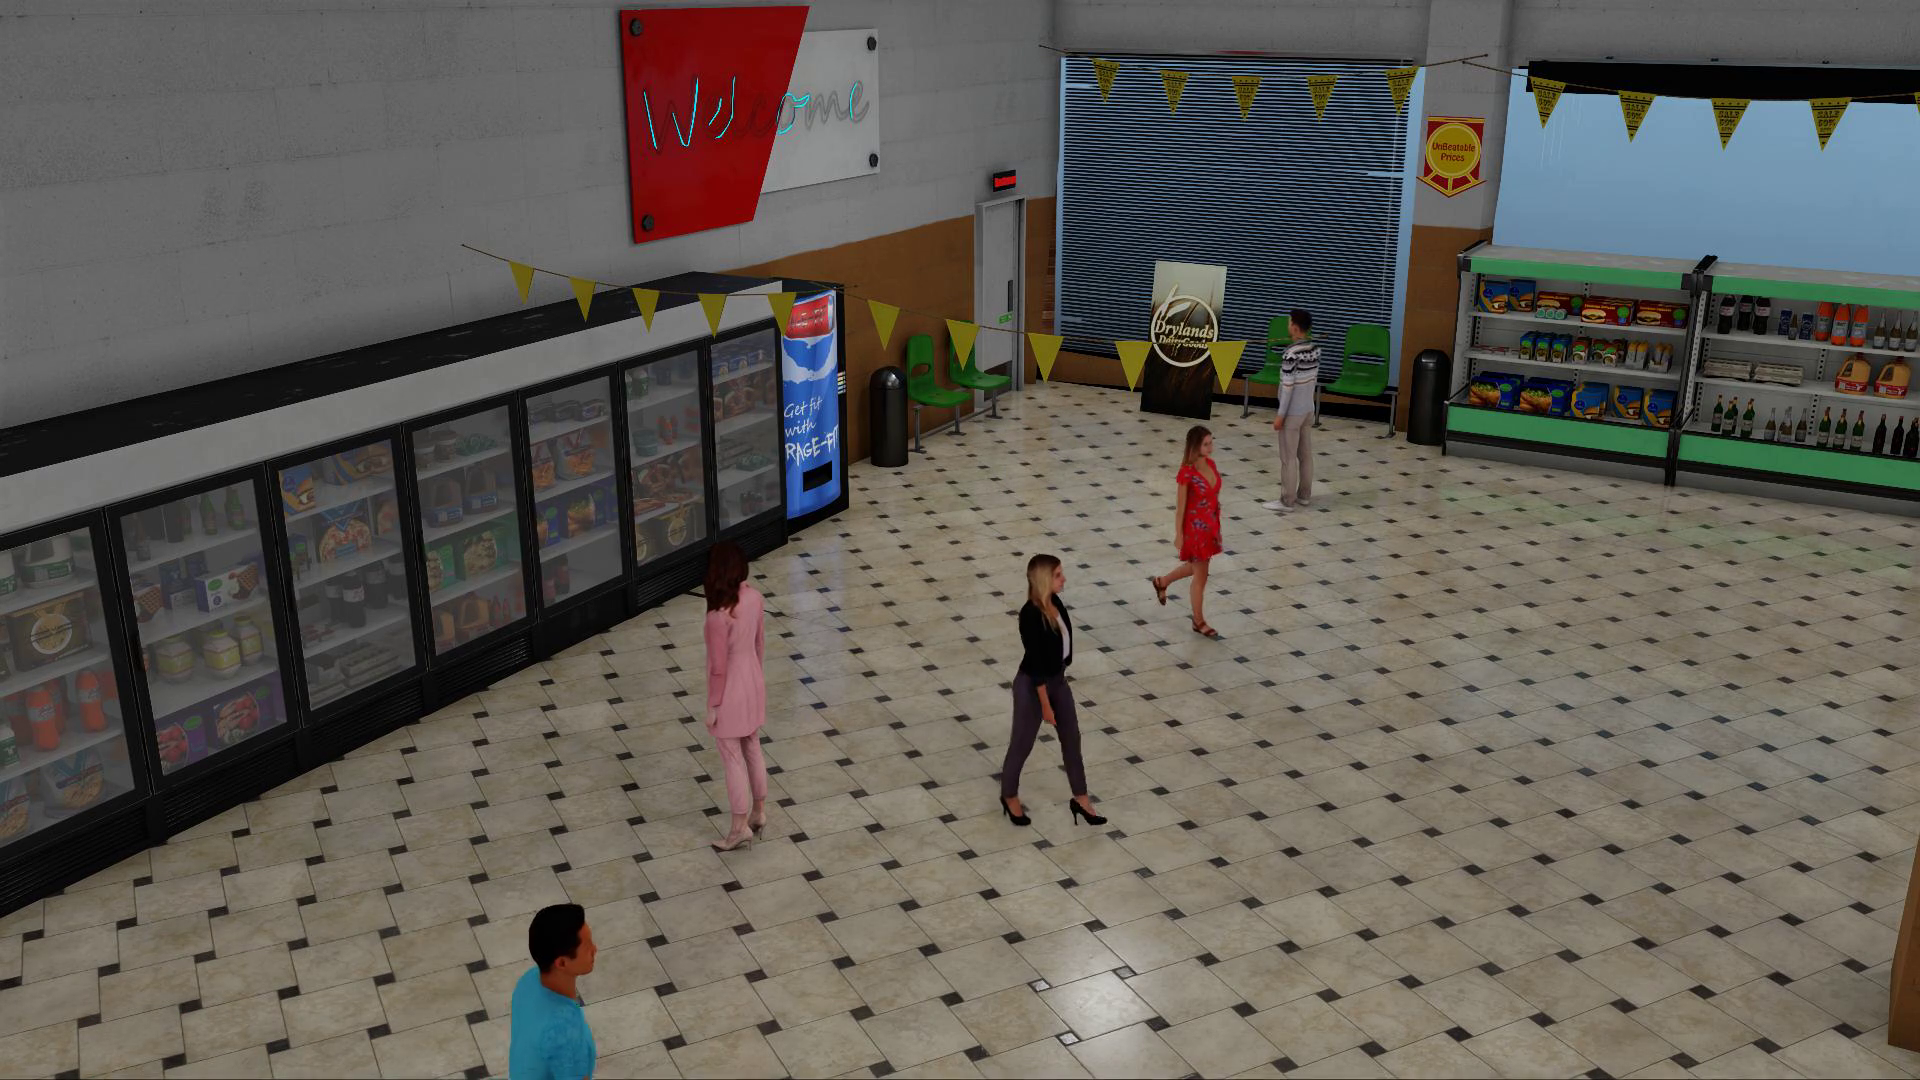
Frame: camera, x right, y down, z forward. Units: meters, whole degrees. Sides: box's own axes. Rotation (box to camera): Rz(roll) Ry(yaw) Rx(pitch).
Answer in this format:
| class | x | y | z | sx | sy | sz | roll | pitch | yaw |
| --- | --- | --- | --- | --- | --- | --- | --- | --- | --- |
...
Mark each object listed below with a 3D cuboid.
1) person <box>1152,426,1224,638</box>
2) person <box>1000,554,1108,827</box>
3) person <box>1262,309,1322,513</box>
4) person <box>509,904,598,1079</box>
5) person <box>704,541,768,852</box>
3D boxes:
| class | x | y | z | sx | sy | sz | roll | pitch | yaw |
| --- | --- | --- | --- | --- | --- | --- | --- | --- | --- |
| person | 1.705 | -0.089 | 12.371 | 0.701 | 1.578 | 0.941 | -18 | 25 | -42 |
| person | 0.368 | 0.868 | 9.418 | 0.838 | 1.651 | 0.590 | 11 | 22 | 30 |
| person | 3.076 | -1.188 | 15.187 | 0.649 | 1.861 | 0.729 | 17 | 25 | 40 |
| person | -1.475 | 2.066 | 5.702 | 0.864 | 1.756 | 0.775 | -8 | 20 | -22 |
| person | -1.228 | 0.864 | 9.192 | 0.503 | 1.803 | 0.603 | 10 | 21 | 28 |
